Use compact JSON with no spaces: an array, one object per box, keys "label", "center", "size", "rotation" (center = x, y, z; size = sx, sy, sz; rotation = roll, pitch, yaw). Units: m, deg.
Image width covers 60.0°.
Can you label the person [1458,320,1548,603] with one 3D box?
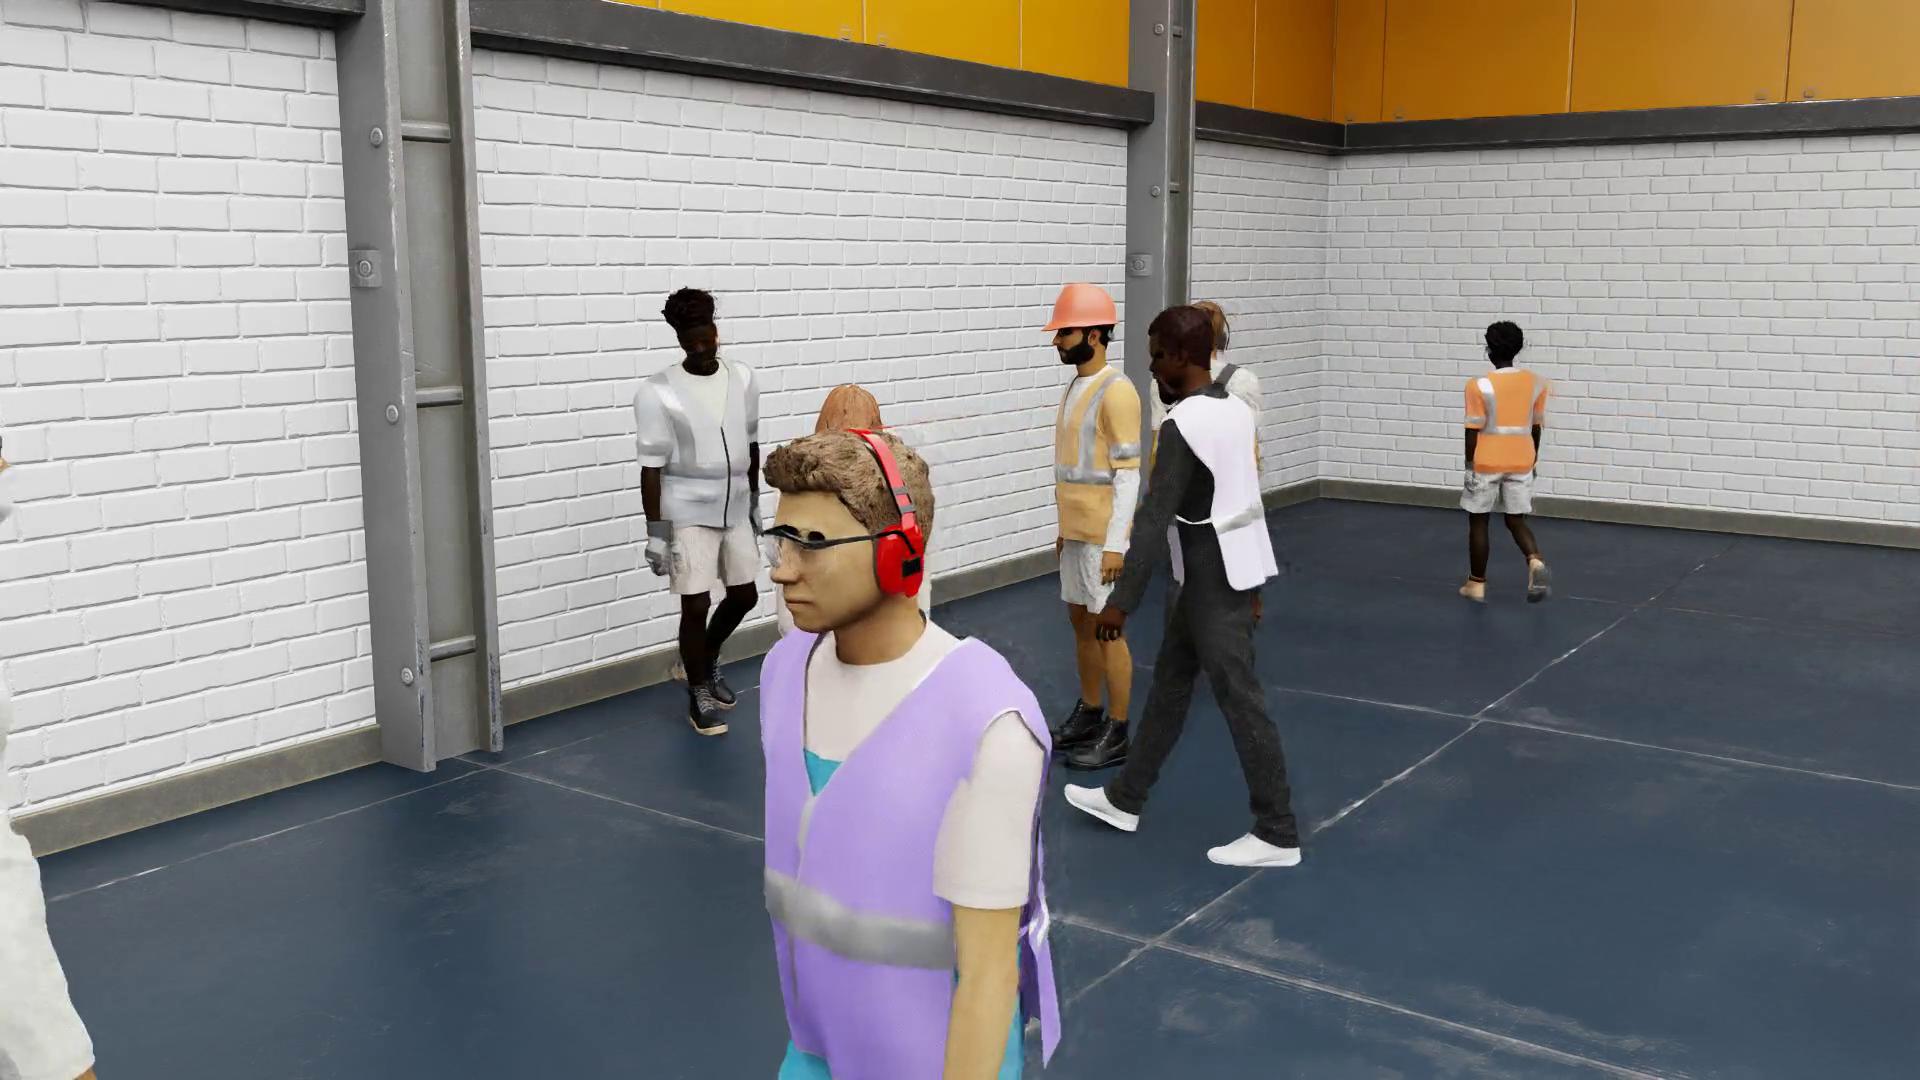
[{"label":"person","center":[3.178,-0.436,9.689],"size":[0.542,1.682,0.628],"rotation":[-2,10,-11]}]

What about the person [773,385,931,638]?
[{"label":"person","center":[-0.342,0.321,5.337],"size":[0.499,1.633,0.286],"rotation":[-1,10,-6]}]

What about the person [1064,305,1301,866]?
[{"label":"person","center":[0.740,0.157,5.611],"size":[0.964,1.863,0.621],"rotation":[4,10,23]}]

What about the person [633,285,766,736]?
[{"label":"person","center":[-1.126,-0.120,7.106],"size":[0.672,1.922,0.664],"rotation":[-9,13,-42]}]

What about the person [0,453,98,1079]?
[{"label":"person","center":[-1.443,0.670,2.476],"size":[0.954,1.893,0.658],"rotation":[-8,13,-41]}]

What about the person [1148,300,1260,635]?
[{"label":"person","center":[1.119,-0.178,7.679],"size":[0.517,1.843,0.325],"rotation":[1,10,3]}]

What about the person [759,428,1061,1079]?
[{"label":"person","center":[-0.152,0.750,2.282],"size":[0.955,1.794,0.593],"rotation":[-8,13,-40]}]

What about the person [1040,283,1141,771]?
[{"label":"person","center":[0.501,-0.049,6.638],"size":[0.373,1.934,0.552],"rotation":[-3,10,-19]}]
